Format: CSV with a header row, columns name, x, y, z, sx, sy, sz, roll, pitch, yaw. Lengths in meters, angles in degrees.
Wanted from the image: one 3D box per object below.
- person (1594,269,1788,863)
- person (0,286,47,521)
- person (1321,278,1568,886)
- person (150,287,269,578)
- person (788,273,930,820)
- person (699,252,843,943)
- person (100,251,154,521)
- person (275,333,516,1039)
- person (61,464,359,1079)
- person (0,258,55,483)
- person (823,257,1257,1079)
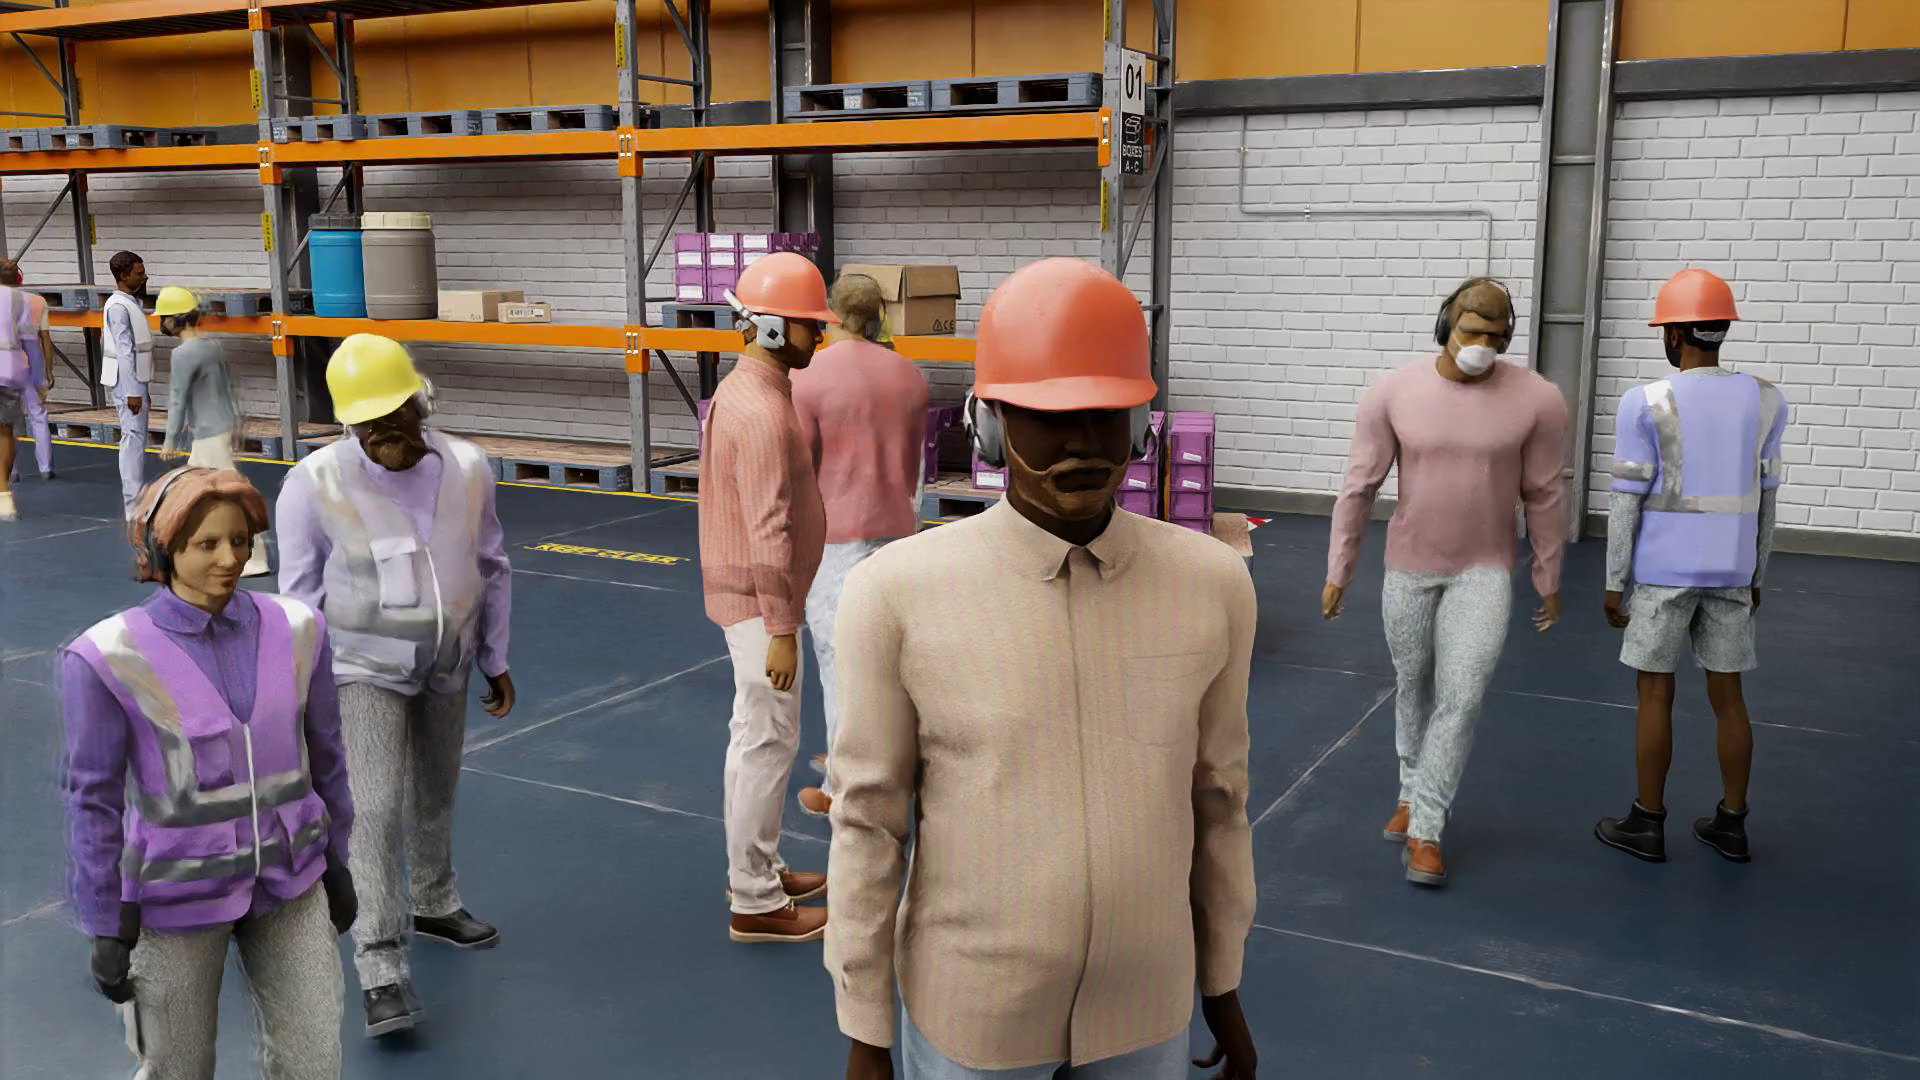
name,x,y,z,sx,sy,sz,roll,pitch,yaw
person,2.369,0.088,5.437,0.557,1.924,0.431,0,10,-3
person,-7.072,-1.161,12.080,0.973,1.982,0.705,9,13,39
person,1.523,0.125,5.286,0.728,1.885,0.828,3,11,18
person,-4.507,-0.613,9.779,0.795,1.727,0.532,-2,10,-9
person,-0.381,0.015,5.880,0.488,1.900,0.646,9,14,42
person,-0.536,0.176,4.781,0.410,1.982,0.626,-2,11,-13
person,-5.936,-1.098,11.927,0.392,1.920,0.588,-4,11,-21
person,-1.457,0.350,4.372,0.694,1.781,0.637,9,14,41
person,-1.404,0.658,3.129,0.679,1.617,0.527,8,13,39
person,-7.798,-1.393,13.744,0.566,1.846,0.389,-8,13,-38
person,0.126,0.624,2.276,0.622,1.994,0.381,-3,11,-17
